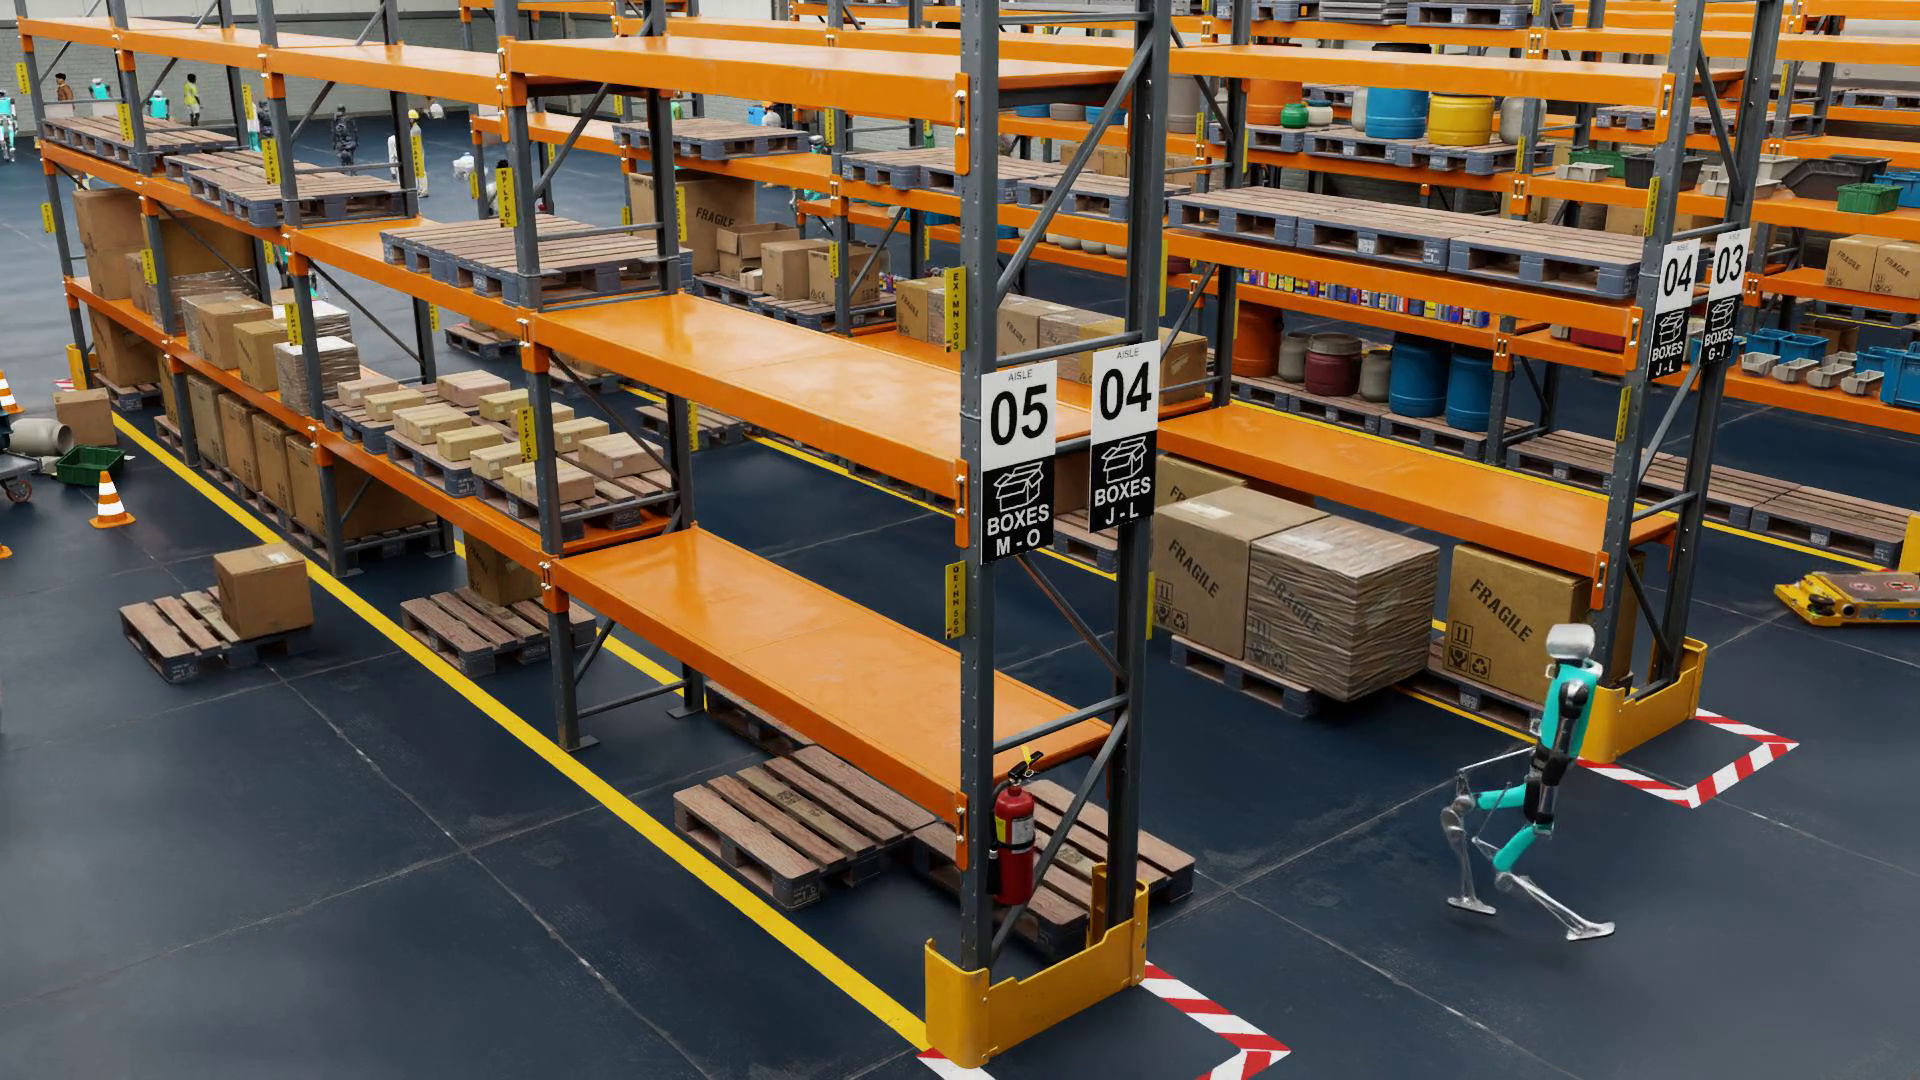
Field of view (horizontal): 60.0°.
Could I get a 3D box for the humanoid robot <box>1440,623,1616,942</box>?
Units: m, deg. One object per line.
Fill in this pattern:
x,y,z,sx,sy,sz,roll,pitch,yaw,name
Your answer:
2.792,1.216,8.269,1.046,1.740,0.557,8,21,21,humanoid robot

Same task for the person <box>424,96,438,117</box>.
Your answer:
-16.436,-13.989,51.350,0.461,1.862,0.514,-16,25,-38,person

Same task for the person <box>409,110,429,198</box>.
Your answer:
-11.234,-7.981,34.386,0.304,1.772,0.524,-10,22,-25,person

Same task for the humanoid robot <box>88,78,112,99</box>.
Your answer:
-22.701,-11.415,44.285,0.566,1.760,1.009,-4,20,-12,humanoid robot

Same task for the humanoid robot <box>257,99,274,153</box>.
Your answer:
-16.084,-9.398,38.610,0.674,1.644,0.602,7,21,20,humanoid robot

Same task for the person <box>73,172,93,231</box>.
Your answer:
-15.820,-6.483,29.944,0.397,1.892,0.534,-11,22,-28,person

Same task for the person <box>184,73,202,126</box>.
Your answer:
-21.519,-12.231,46.643,0.655,1.660,0.344,14,23,34,person

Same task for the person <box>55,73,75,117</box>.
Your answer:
-23.639,-11.417,44.035,0.780,1.856,0.397,16,25,39,person

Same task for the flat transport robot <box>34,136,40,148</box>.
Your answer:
-23.973,-10.471,43.735,0.659,0.231,1.431,-10,22,-26,flat transport robot

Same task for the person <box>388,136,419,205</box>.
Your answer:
-10.420,-6.963,31.317,0.583,1.882,0.337,-11,22,-29,person

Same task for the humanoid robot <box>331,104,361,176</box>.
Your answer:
-13.690,-8.869,37.051,0.601,1.643,0.388,-3,20,-8,humanoid robot

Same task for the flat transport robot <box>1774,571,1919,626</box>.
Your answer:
7.057,0.456,12.638,1.431,0.231,0.659,0,19,1,flat transport robot

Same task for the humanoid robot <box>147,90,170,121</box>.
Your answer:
-19.282,-9.882,39.878,0.880,1.766,0.540,16,25,38,humanoid robot

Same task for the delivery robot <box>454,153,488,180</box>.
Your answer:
-11.066,-8.419,37.489,0.499,0.611,0.814,7,21,19,delivery robot

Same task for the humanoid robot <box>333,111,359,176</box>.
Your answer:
-13.120,-8.338,35.632,0.761,1.645,0.602,-3,20,-9,humanoid robot

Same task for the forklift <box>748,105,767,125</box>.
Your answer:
-4.526,-11.368,42.374,1.129,2.768,1.873,-15,24,-37,forklift

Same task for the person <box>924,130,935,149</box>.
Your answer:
-0.668,-7.406,32.812,0.324,1.733,0.470,18,26,41,person

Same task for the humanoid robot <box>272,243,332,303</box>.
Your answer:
-8.128,-3.185,20.735,0.686,1.755,0.533,9,21,24,humanoid robot

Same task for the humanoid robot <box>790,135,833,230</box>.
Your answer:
-2.689,-6.338,29.766,1.021,1.733,0.559,-15,25,-37,humanoid robot

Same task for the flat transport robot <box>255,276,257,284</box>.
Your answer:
-9.367,-2.491,21.026,1.431,0.231,0.659,-13,23,-32,flat transport robot

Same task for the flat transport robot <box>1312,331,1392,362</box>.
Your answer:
4.776,-2.348,20.619,0.659,0.231,1.431,-13,23,-33,flat transport robot

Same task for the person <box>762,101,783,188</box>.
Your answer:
-4.056,-8.532,35.782,0.389,1.889,0.569,16,25,38,person

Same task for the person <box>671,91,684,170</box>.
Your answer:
-6.451,-9.325,37.918,0.399,1.970,0.479,-6,20,-18,person

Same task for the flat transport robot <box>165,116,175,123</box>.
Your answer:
-20.031,-9.680,41.484,1.431,0.231,0.659,-6,20,-15,flat transport robot

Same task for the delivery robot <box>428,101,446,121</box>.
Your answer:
-15.946,-13.049,50.599,0.499,0.566,0.742,-8,21,-21,delivery robot

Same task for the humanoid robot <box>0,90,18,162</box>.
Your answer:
-22.885,-9.856,39.876,0.545,1.775,1.051,-8,21,-22,humanoid robot

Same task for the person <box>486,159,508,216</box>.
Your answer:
-6.783,-4.711,24.852,0.614,1.929,0.943,7,20,18,person

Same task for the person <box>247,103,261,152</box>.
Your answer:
-16.333,-9.386,38.194,0.507,1.899,0.494,-15,24,-36,person

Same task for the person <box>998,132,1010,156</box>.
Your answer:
0.868,-6.906,31.381,0.691,1.739,0.576,6,20,17,person
